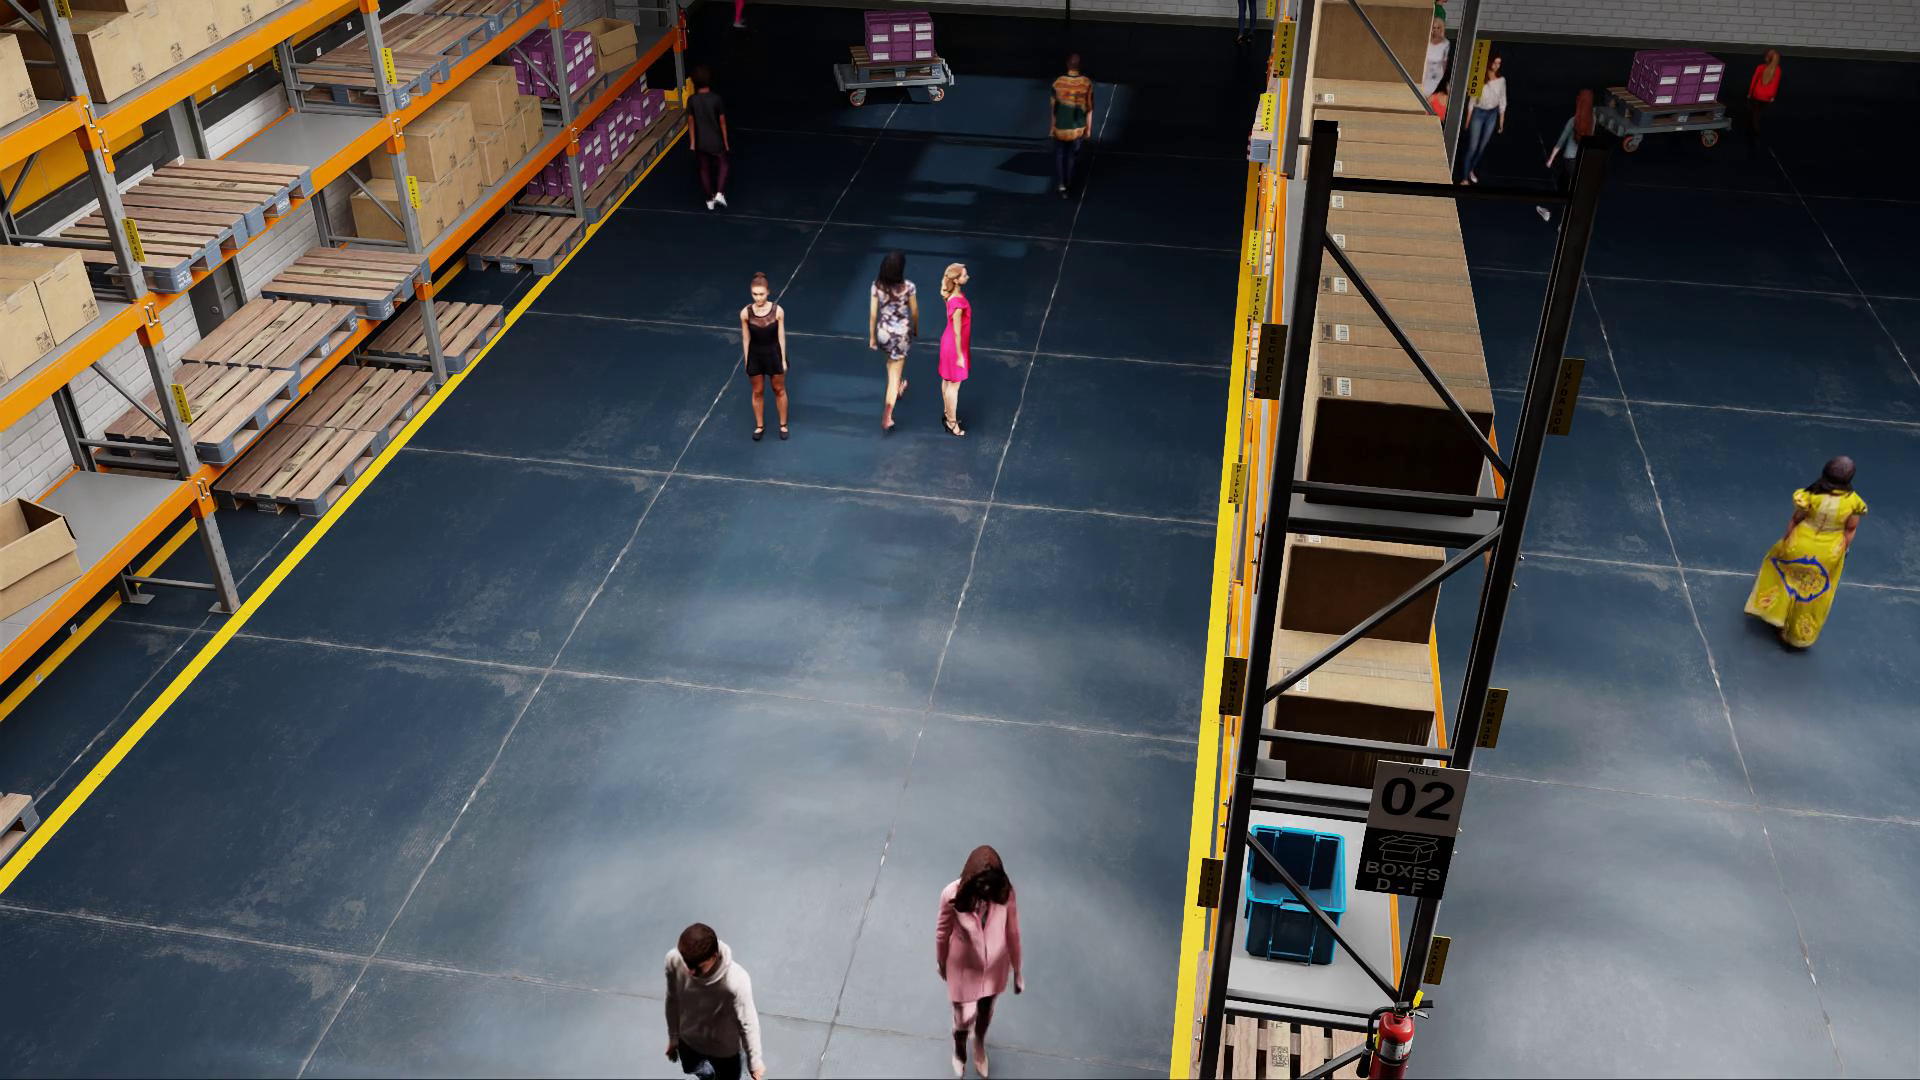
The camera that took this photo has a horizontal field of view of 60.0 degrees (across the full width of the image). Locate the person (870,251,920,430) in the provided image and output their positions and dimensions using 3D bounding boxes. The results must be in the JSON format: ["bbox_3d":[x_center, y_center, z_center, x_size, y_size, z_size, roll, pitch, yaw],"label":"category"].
[{"bbox_3d":[-0.633,-1.861,15.789,0.618,1.682,1.181,6,34,9],"label":"person"}]

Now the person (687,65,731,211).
[{"bbox_3d":[-3.052,-4.848,20.204,0.686,1.768,0.723,1,34,1],"label":"person"}]

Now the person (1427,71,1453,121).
[{"bbox_3d":[5.770,-4.959,20.451,0.939,1.679,1.109,-8,34,-12],"label":"person"}]

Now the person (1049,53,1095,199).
[{"bbox_3d":[1.346,-5.076,20.522,0.703,1.795,0.662,3,34,5],"label":"person"}]

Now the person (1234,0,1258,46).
[{"bbox_3d":[4.495,-8.635,25.875,0.643,1.797,0.653,-14,36,-19],"label":"person"}]

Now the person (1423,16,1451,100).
[{"bbox_3d":[6.261,-6.166,22.238,0.660,1.711,0.976,2,34,3],"label":"person"}]

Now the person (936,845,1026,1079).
[{"bbox_3d":[0.089,2.326,9.394,0.716,1.787,0.727,-8,34,-12],"label":"person"}]

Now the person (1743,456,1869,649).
[{"bbox_3d":[6.574,0.132,12.826,0.835,1.643,0.836,12,35,17],"label":"person"}]

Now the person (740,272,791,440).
[{"bbox_3d":[-1.817,-1.720,15.578,0.639,1.679,0.636,-3,34,-4],"label":"person"}]

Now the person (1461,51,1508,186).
[{"bbox_3d":[6.584,-5.318,20.962,0.716,1.712,0.884,-3,34,-4],"label":"person"}]

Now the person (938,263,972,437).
[{"bbox_3d":[-0.062,-1.816,15.679,0.686,1.728,0.559,-3,34,-5],"label":"person"}]

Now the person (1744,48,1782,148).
[{"bbox_3d":[10.746,-5.919,22.278,0.531,1.256,0.923,3,34,4],"label":"person"}]

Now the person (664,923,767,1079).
[{"bbox_3d":[-1.295,2.648,8.869,0.973,1.831,0.926,15,36,21],"label":"person"}]

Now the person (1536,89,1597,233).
[{"bbox_3d":[7.273,-4.398,19.574,0.953,1.716,1.053,-18,38,-25],"label":"person"}]
